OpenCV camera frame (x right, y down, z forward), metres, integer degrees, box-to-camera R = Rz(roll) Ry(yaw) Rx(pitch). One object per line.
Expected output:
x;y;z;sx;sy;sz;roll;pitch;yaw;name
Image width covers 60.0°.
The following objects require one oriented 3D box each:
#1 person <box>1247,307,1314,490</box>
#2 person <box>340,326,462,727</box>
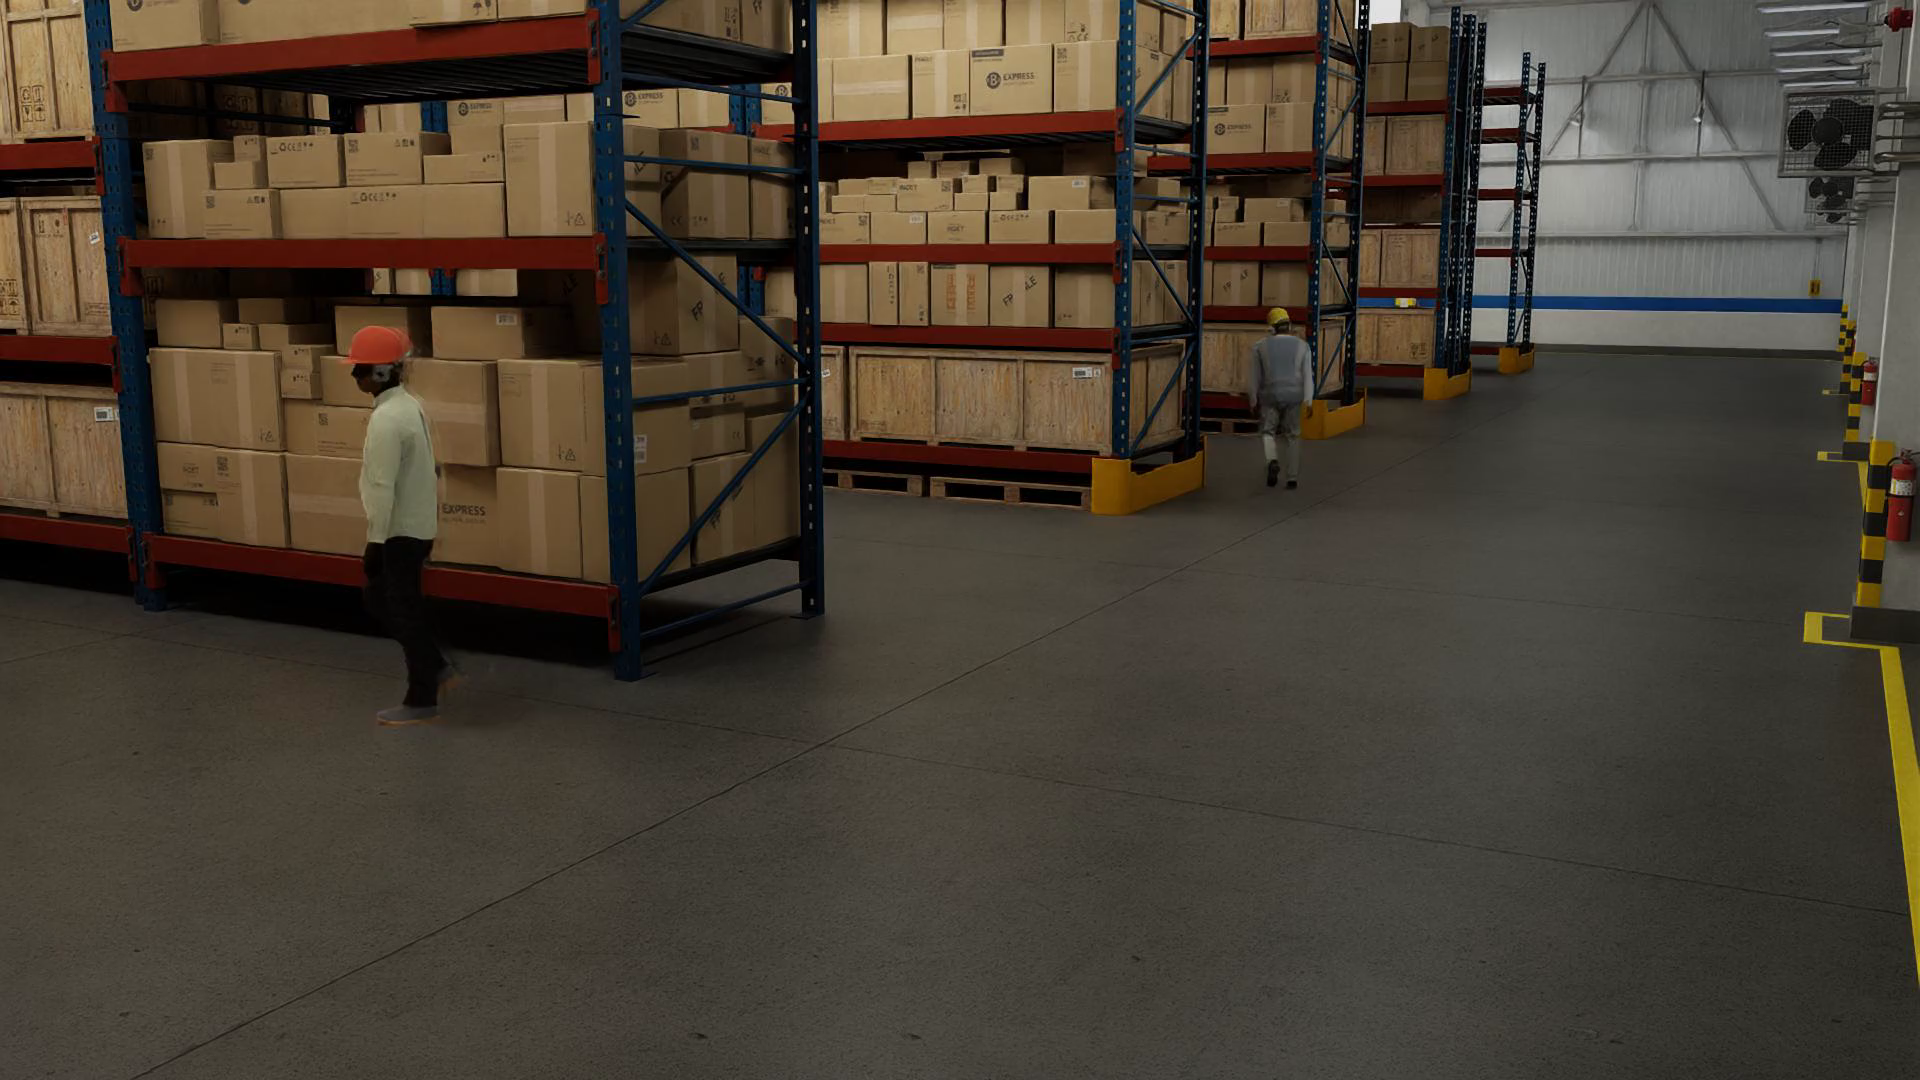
3.150;-1.371;16.292;0.650;1.804;0.569;1;10;5;person
-2.773;-0.053;8.149;0.425;1.979;0.612;-2;10;-12;person
